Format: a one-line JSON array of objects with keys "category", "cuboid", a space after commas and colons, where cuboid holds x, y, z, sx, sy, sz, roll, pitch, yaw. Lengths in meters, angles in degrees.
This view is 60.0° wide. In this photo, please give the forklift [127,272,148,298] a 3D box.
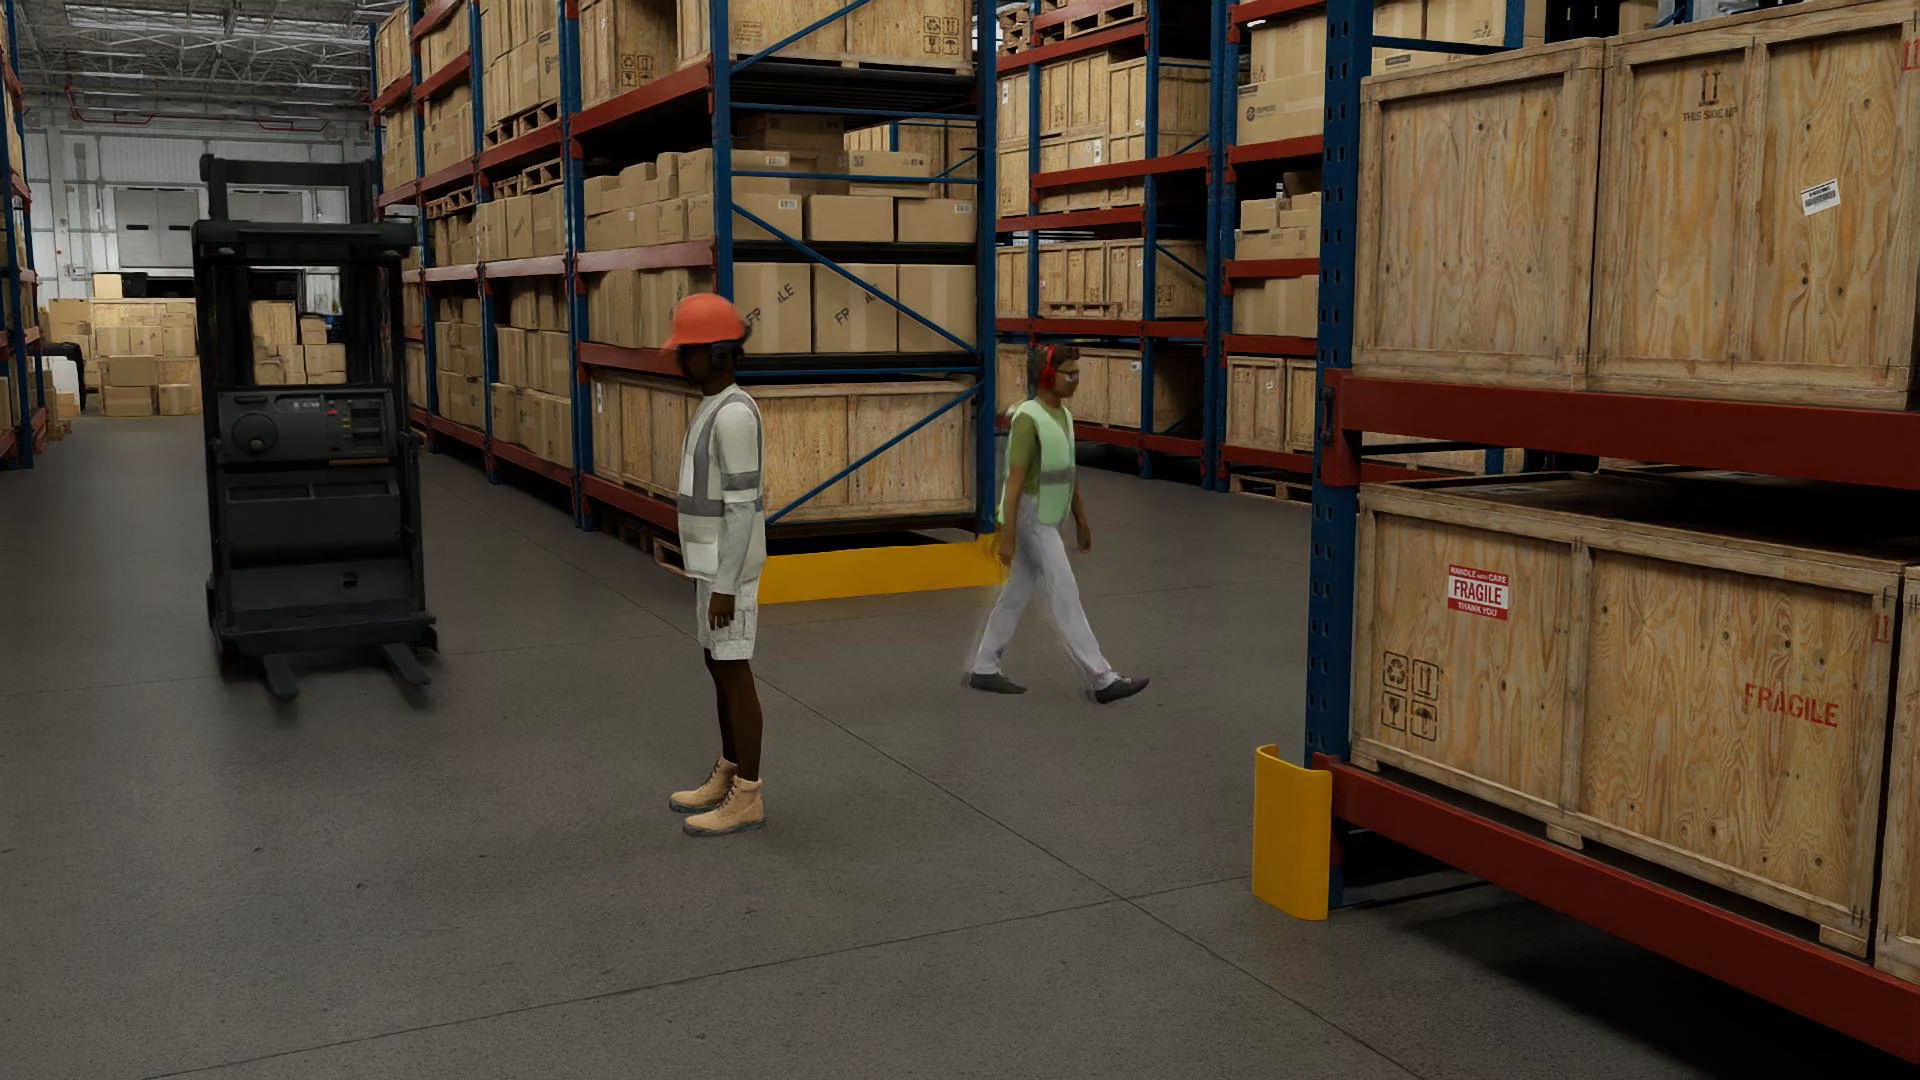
[{"category": "forklift", "cuboid": [-24.861, -6.718, 50.416, 1.873, 2.768, 1.129, -8, 11, -43]}]

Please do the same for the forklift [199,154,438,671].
[{"category": "forklift", "cuboid": [-3.848, -0.817, 9.725, 1.129, 2.768, 1.873, -4, 9, -26]}]

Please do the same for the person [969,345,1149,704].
[{"category": "person", "cuboid": [0.478, -0.076, 8.342, 0.984, 1.786, 0.583, 3, 9, 19]}]

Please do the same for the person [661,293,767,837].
[{"category": "person", "cuboid": [-0.925, 0.094, 6.310, 0.371, 2.044, 0.608, -3, 9, -17]}]

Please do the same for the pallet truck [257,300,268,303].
[{"category": "pallet truck", "cuboid": [-23.913, -7.404, 58.171, 1.885, 1.965, 0.823, -1, 8, -9]}]
